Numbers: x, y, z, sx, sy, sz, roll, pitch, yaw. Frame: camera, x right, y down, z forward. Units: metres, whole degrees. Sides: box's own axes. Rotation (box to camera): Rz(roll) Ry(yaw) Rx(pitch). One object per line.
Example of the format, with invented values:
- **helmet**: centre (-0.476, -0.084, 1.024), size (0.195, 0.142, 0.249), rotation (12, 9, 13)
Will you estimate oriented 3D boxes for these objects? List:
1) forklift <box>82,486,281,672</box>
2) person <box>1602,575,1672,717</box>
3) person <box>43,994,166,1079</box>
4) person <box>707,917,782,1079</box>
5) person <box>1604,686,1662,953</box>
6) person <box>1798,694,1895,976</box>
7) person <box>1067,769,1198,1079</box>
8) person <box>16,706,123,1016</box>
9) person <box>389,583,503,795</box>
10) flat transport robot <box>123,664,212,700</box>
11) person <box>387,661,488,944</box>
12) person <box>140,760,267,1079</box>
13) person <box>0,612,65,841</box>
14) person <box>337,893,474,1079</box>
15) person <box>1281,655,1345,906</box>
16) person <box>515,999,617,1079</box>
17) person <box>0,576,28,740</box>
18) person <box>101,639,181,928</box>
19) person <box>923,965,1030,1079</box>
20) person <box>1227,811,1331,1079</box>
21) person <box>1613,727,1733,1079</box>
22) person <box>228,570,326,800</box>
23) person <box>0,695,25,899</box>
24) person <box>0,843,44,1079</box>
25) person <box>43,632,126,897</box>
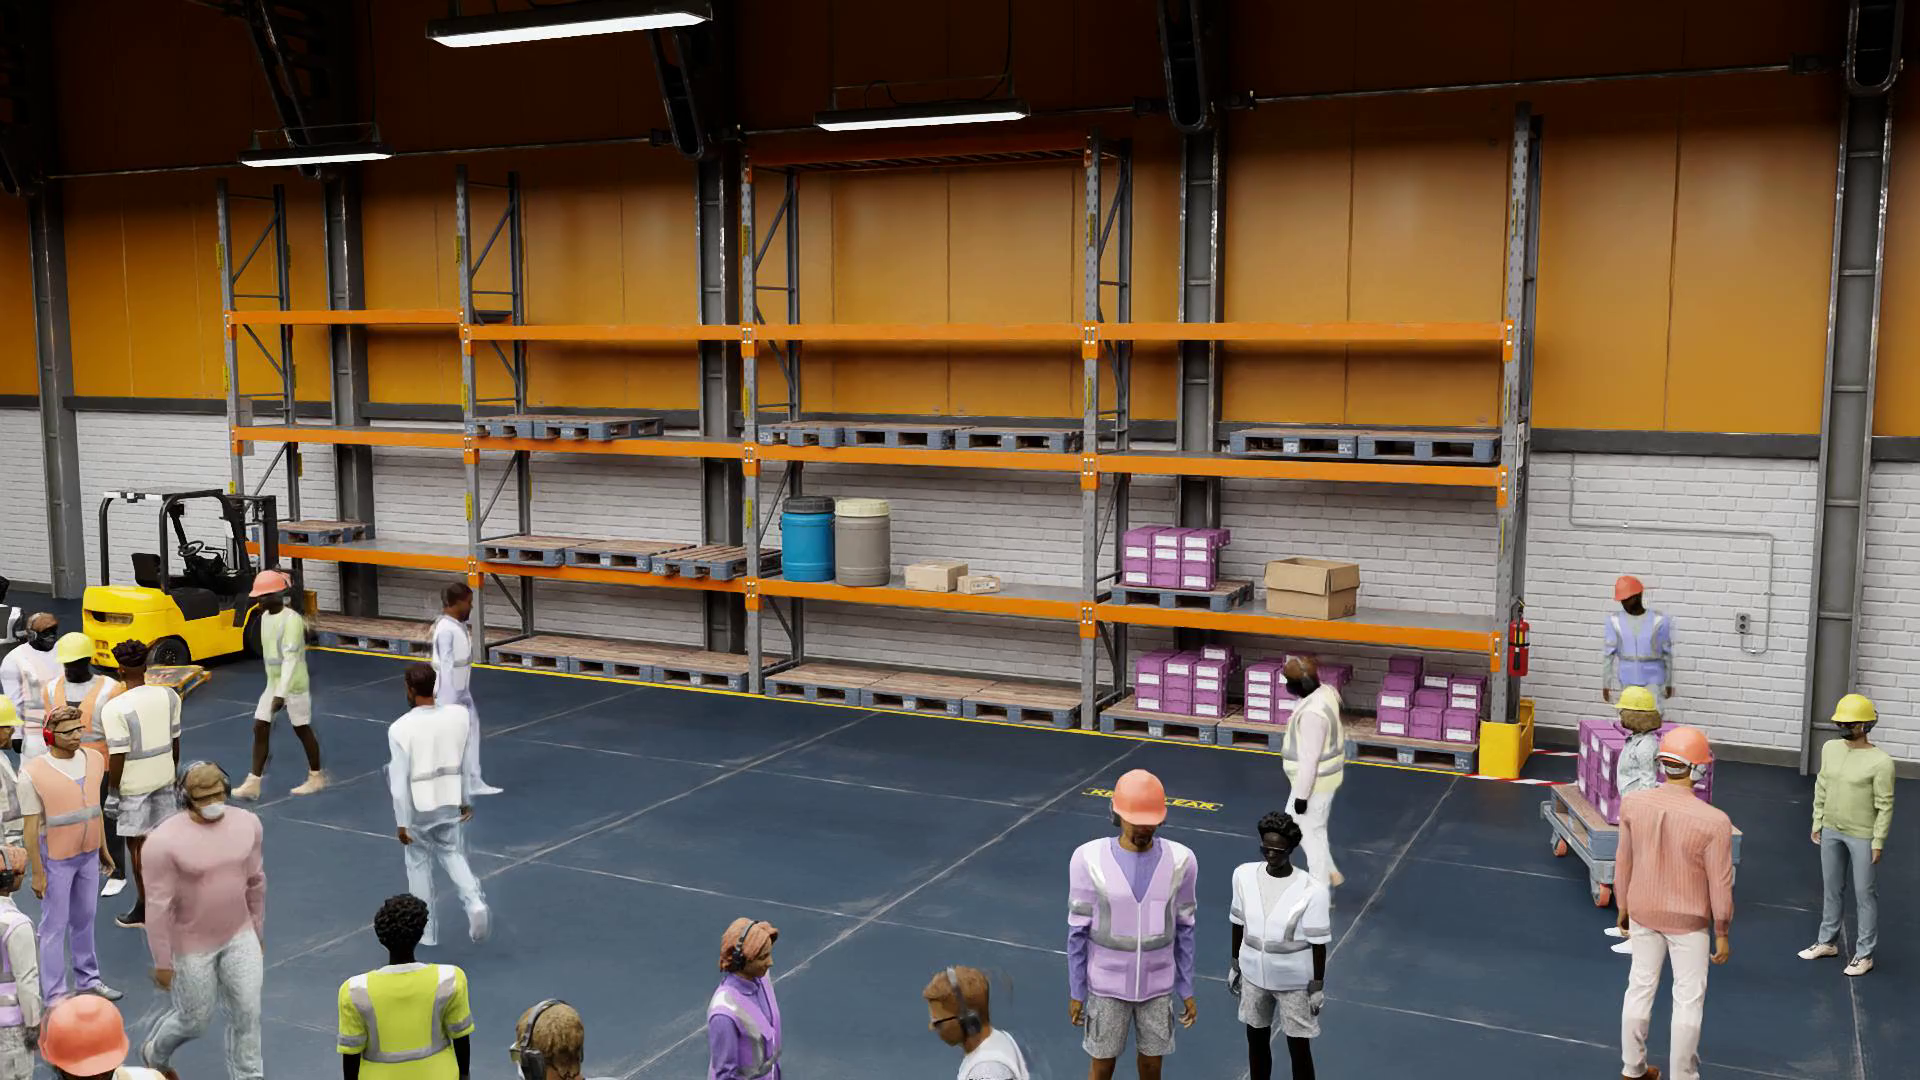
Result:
- **forklift**: centre (-9.426, 0.454, 20.179), size (1.214, 2.155, 2.313), rotation (3, 8, 26)
- **person**: centre (6.047, 1.247, 14.872), size (0.555, 1.887, 0.567), rotation (5, 8, 34)
- **person**: centre (-2.802, 2.380, 5.437), size (0.550, 1.909, 0.595), rotation (6, 9, 39)
- **person**: centre (-0.886, 2.345, 6.865), size (0.324, 1.631, 0.522), rotation (1, 7, 12)
- **person**: centre (4.385, 1.809, 10.826), size (0.315, 1.742, 0.492), rotation (2, 7, 15)
- **person**: centre (5.598, 1.841, 10.476), size (0.315, 1.769, 0.525), rotation (-3, 8, -23)
- **person**: centre (0.798, 2.046, 7.652), size (0.605, 2.041, 0.387), rotation (-1, 7, -5)
- **person**: centre (-5.271, 1.880, 9.822), size (0.389, 1.846, 0.565), rotation (2, 7, 16)
- **person**: centre (-4.498, 1.309, 14.449), size (0.888, 1.877, 0.597), rotation (0, 7, -3)
- **flat transport robot**: centre (-8.906, 1.600, 18.585), size (0.652, 0.197, 1.431), rotation (-1, 7, -10)
- **person**: centre (-3.400, 1.731, 10.830), size (0.656, 1.899, 0.603), rotation (6, 9, 42)
- **person**: centre (-3.852, 2.022, 8.440), size (0.810, 1.911, 0.640), rotation (5, 8, 35)
- **person**: centre (-7.234, 1.480, 13.180), size (0.429, 1.835, 0.624), rotation (4, 8, 27)
- **person**: centre (-2.292, 2.305, 6.916), size (0.540, 1.695, 0.316), rotation (-3, 7, -21)
- **person**: centre (2.452, 1.683, 11.595), size (0.444, 1.810, 0.704), rotation (2, 7, 15)
- **person**: centre (-1.250, 2.395, 5.255), size (0.383, 1.928, 0.636), rotation (3, 8, 25)
- **person**: centre (-9.335, 1.191, 16.177), size (0.539, 1.686, 0.320), rotation (-3, 7, -22)
- **person**: centre (-5.555, 1.642, 11.301), size (0.362, 1.962, 0.613), rotation (2, 7, 19)
- **person**: centre (0.027, 2.382, 5.892), size (0.905, 1.786, 0.527), rotation (1, 7, 12)
- **person**: centre (1.563, 2.156, 8.200), size (0.539, 1.693, 0.321), rotation (5, 9, 37)
- **person**: centre (3.711, 1.952, 8.652), size (0.406, 1.986, 0.629), rotation (-5, 9, -37)
- **person**: centre (-5.914, 1.265, 14.259), size (0.615, 2.002, 0.959), rotation (5, 9, 37)
- **person**: centre (-5.922, 1.849, 10.211), size (0.403, 1.817, 0.605), rotation (-4, 8, -31)
- **person**: centre (-4.480, 2.233, 7.793), size (0.508, 1.629, 0.314), rotation (4, 8, 30)
- **person**: centre (-6.241, 1.599, 11.867), size (0.583, 1.919, 0.394), rotation (0, 7, 3)
